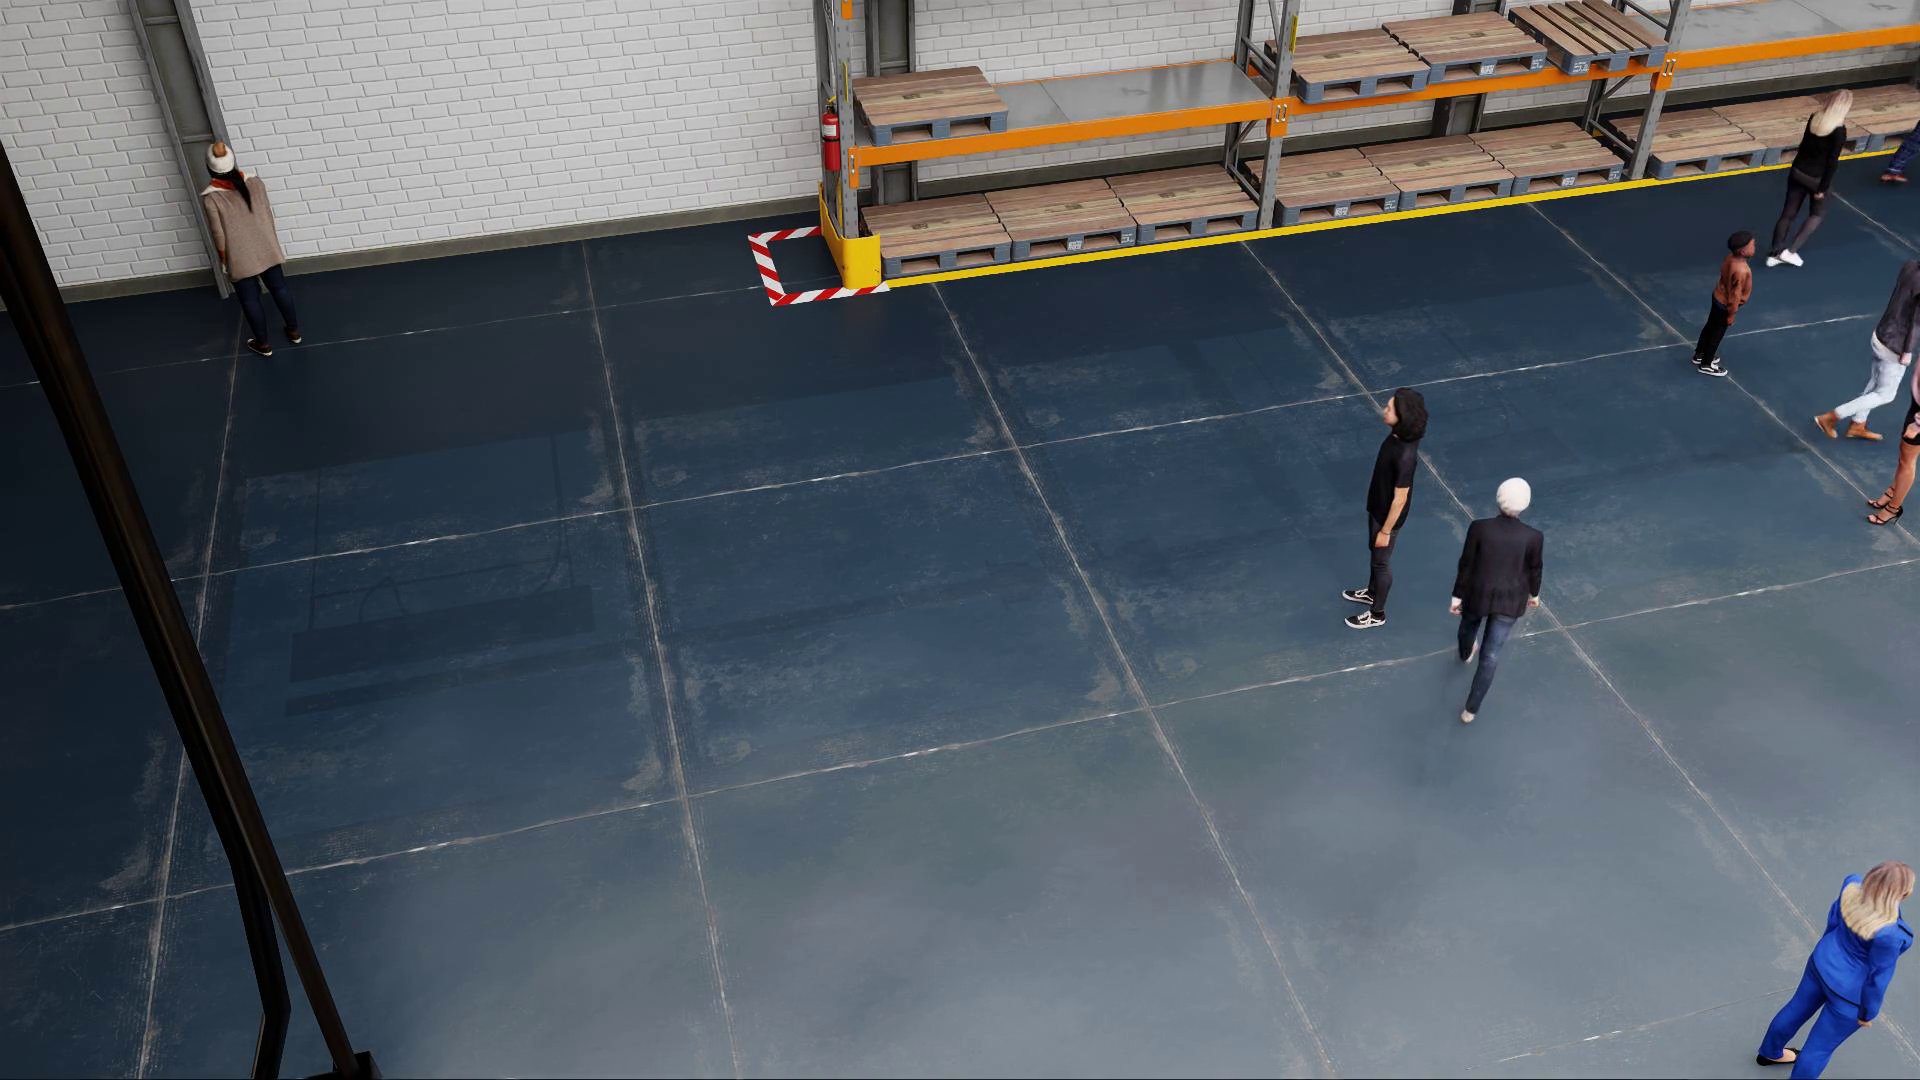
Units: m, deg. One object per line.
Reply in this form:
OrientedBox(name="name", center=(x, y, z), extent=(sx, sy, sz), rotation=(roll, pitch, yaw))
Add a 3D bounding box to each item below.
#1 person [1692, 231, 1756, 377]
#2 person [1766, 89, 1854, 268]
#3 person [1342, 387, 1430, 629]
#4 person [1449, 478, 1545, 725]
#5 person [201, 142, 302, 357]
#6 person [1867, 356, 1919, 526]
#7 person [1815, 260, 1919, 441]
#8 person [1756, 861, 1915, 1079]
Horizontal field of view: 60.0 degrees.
OrientedBox(name="person", center=(6.230, -1.943, 13.542), extent=(0.585, 1.254, 0.584), rotation=(4, 39, 4))
OrientedBox(name="person", center=(7.457, -3.175, 14.747), extent=(0.643, 1.675, 0.674), rotation=(-18, 42, -21))
OrientedBox(name="person", center=(2.816, -0.218, 10.916), extent=(0.676, 1.835, 0.712), rotation=(6, 39, 7))
OrientedBox(name="person", center=(3.306, 0.450, 10.317), extent=(1.196, 1.761, 1.144), rotation=(18, 42, 21))
OrientedBox(name="person", center=(-5.826, -2.407, 13.614), extent=(0.869, 1.890, 0.778), rotation=(31, 48, 32))
OrientedBox(name="person", center=(6.829, -0.883, 11.768), extent=(0.743, 1.811, 0.685), rotation=(20, 43, 23))
OrientedBox(name="person", center=(6.940, -1.479, 12.510), extent=(0.958, 1.817, 0.844), rotation=(1, 39, 1))
OrientedBox(name="person", center=(4.269, 2.136, 8.076), extent=(0.608, 1.700, 0.660), rotation=(-2, 39, -3))
